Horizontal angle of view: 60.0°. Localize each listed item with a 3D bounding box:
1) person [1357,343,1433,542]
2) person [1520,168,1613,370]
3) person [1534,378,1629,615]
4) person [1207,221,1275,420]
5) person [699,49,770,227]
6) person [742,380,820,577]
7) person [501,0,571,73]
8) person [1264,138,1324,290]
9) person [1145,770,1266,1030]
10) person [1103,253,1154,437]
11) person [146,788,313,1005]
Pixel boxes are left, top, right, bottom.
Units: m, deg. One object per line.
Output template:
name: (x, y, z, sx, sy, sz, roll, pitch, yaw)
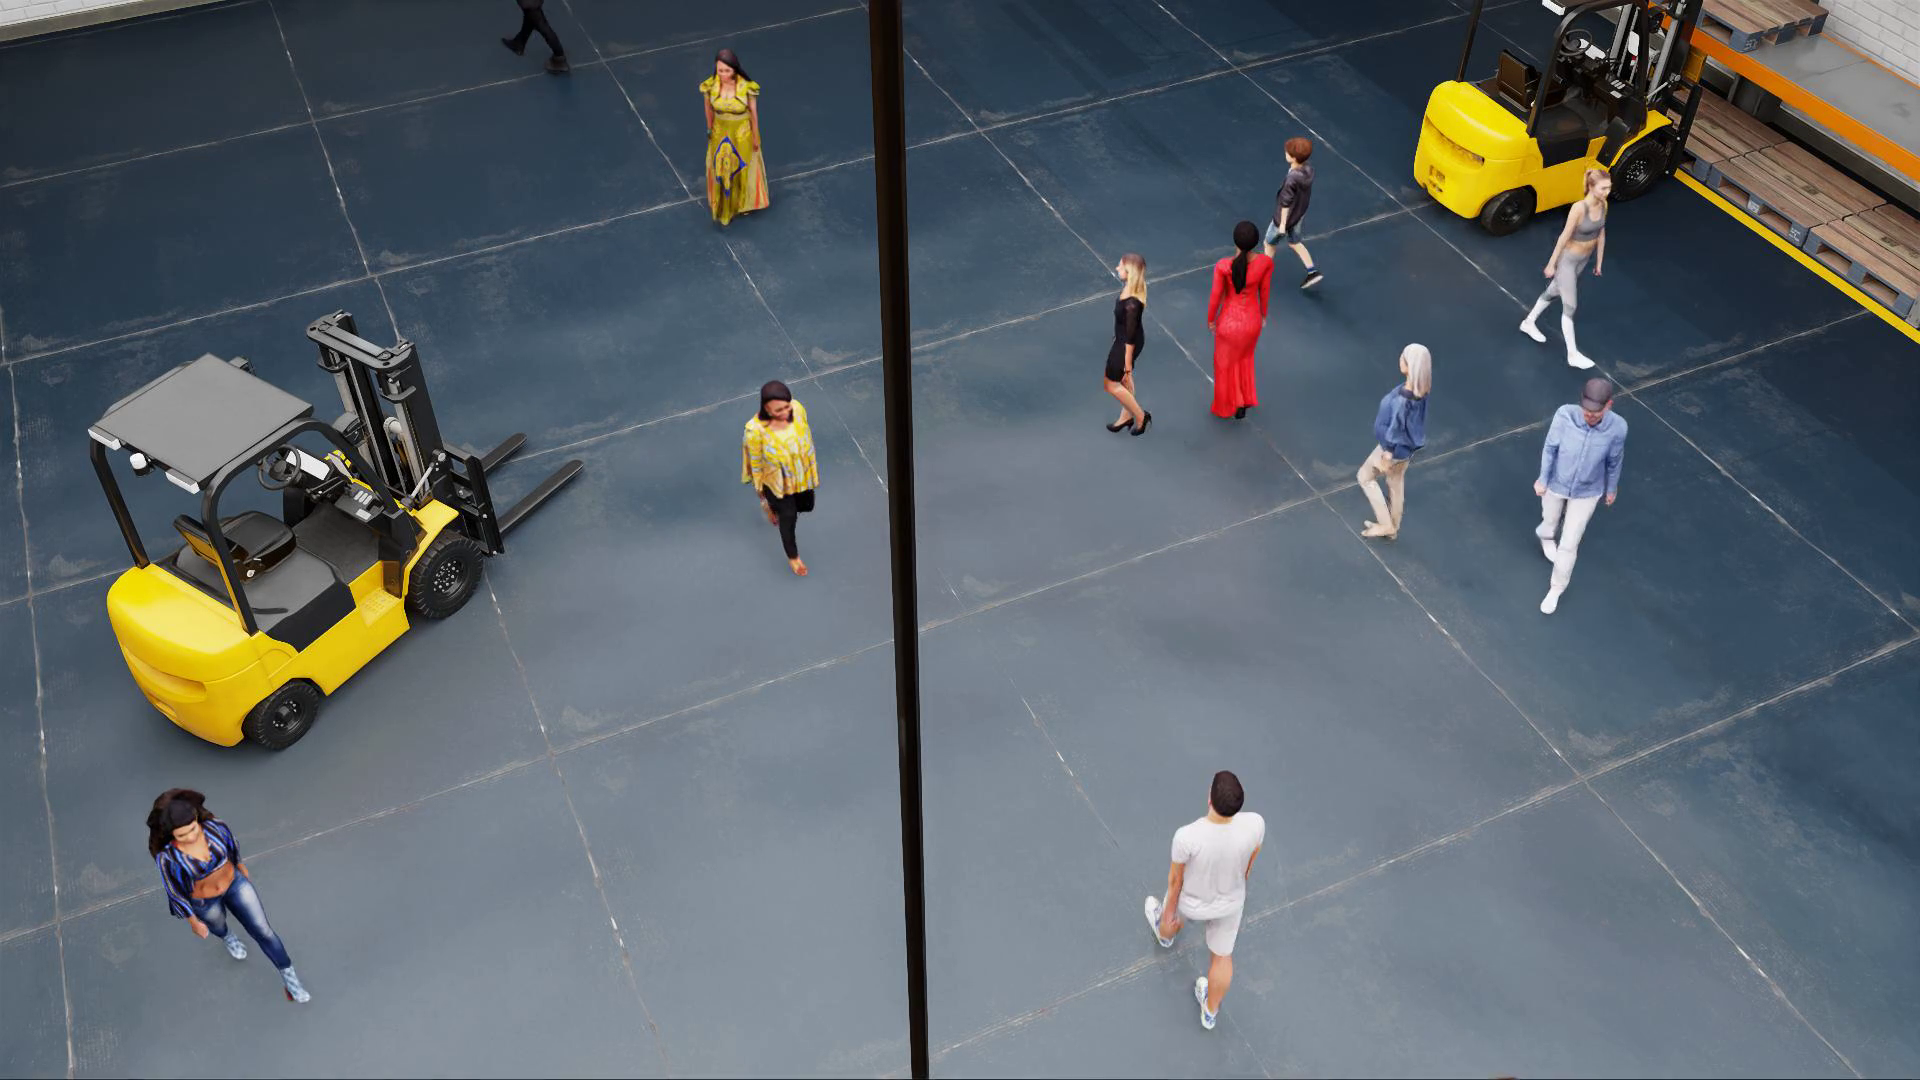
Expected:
person: (3.175, -0.622, 11.741, 0.735, 1.687, 0.723, 28, 50, 27)
person: (4.894, -2.279, 13.486, 0.700, 1.669, 1.077, -24, 49, -23)
person: (4.200, -0.427, 11.410, 1.092, 1.850, 1.151, 11, 45, 11)
person: (2.137, -1.583, 12.691, 0.725, 1.768, 0.811, -5, 44, -5)
person: (-2.025, -3.699, 15.000, 0.915, 1.646, 1.050, -4, 44, -4)
person: (-1.260, -0.484, 11.624, 0.867, 1.638, 0.983, -33, 53, -30)
person: (-4.306, -5.565, 16.898, 1.209, 1.720, 1.071, 19, 47, 19)
person: (2.857, -2.758, 14.164, 1.001, 1.427, 0.786, 30, 51, 27)
person: (1.360, 1.978, 8.909, 0.878, 1.818, 1.150, -7, 44, -8)
person: (1.348, -1.448, 12.614, 0.762, 1.668, 0.704, 7, 44, 7)
person: (-4.132, 1.911, 9.158, 1.131, 1.572, 0.863, 33, 52, 30)
